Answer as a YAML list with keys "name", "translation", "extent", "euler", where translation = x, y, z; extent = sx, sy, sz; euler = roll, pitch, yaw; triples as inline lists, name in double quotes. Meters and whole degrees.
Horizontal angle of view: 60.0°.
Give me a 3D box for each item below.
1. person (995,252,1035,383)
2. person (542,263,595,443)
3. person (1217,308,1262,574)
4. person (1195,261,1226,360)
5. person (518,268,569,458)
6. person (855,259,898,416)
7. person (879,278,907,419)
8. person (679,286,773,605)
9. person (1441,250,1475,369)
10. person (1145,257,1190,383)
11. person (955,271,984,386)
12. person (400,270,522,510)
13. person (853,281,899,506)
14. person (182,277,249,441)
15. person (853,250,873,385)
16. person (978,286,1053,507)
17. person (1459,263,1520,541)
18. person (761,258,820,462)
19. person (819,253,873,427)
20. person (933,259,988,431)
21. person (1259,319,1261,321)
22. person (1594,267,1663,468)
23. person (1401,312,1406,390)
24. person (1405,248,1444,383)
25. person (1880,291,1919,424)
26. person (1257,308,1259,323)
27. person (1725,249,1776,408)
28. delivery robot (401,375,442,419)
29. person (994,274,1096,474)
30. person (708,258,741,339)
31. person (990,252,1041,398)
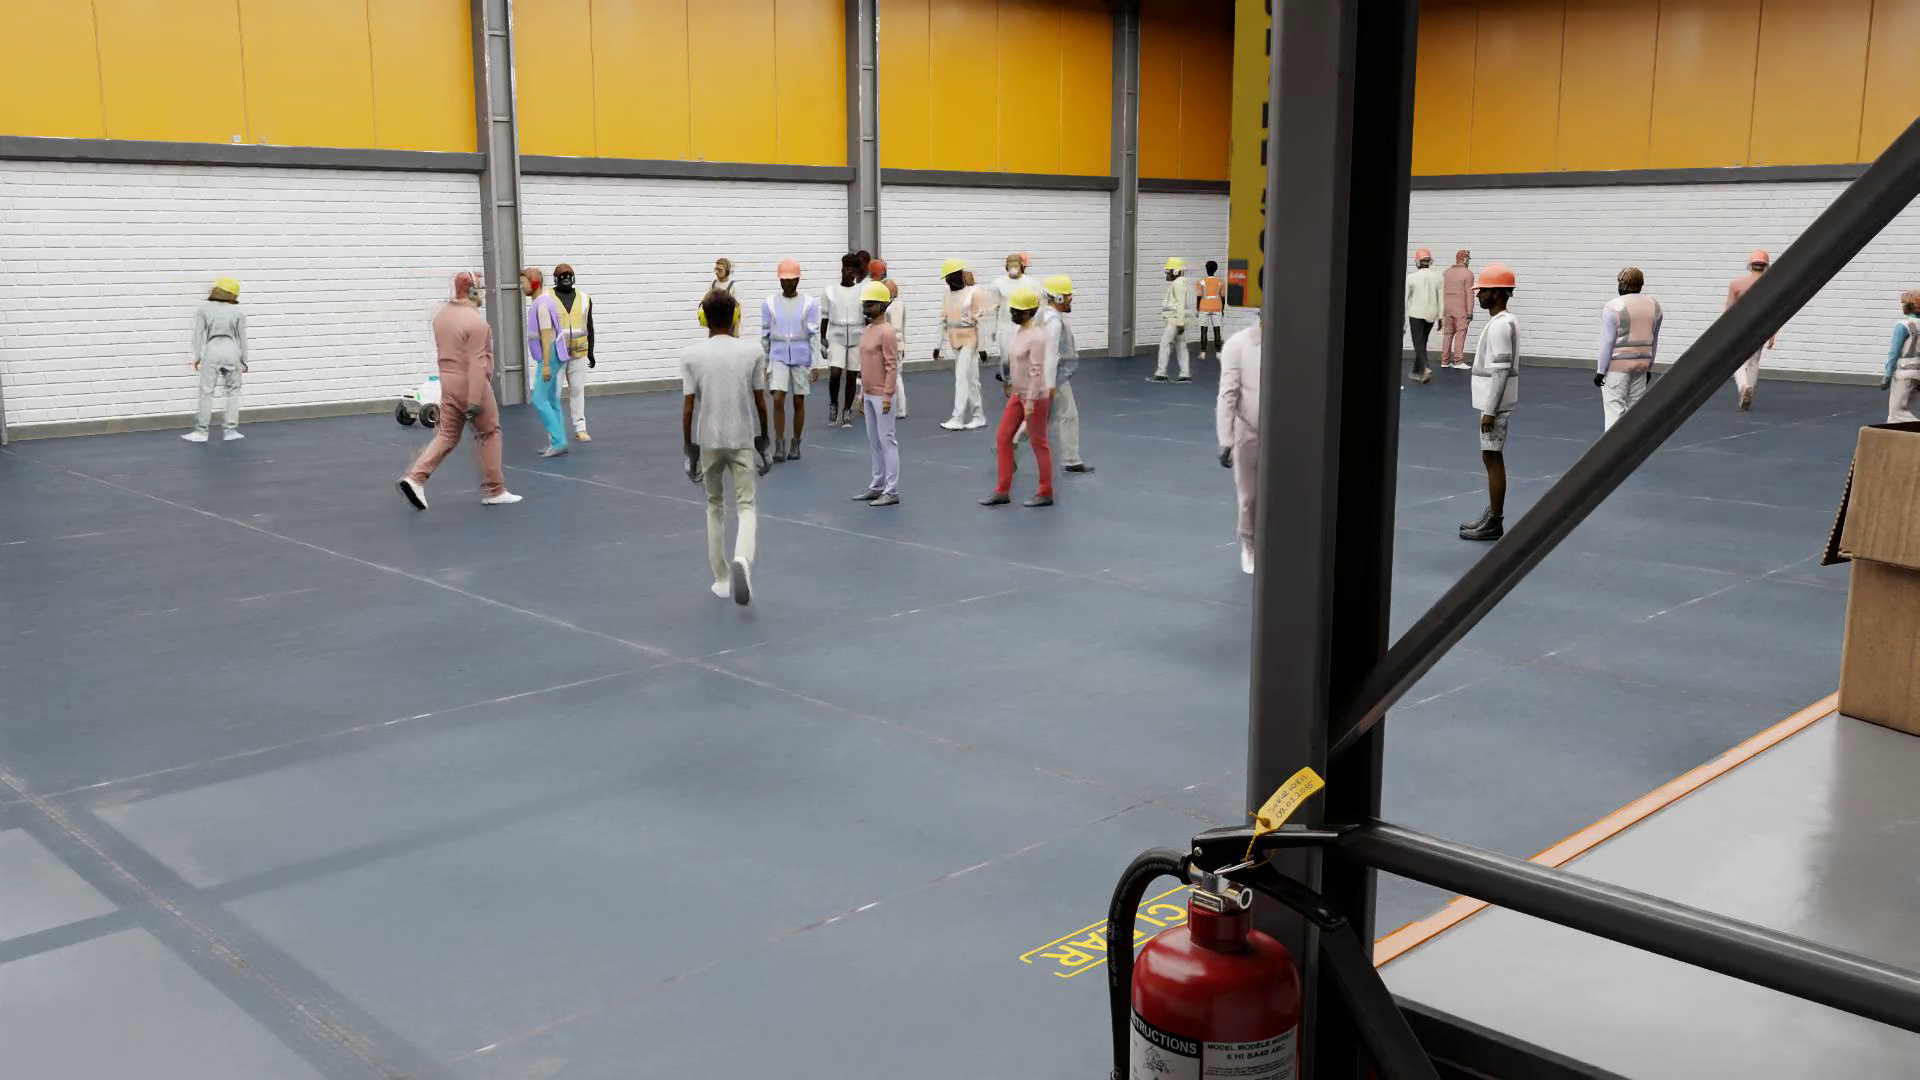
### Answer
- name: "person"
  translation: [0.834, -3.168, 23.841]
  extent: [0.557, 1.876, 0.971]
  euler: [6, 12, 29]
- name: "person"
  translation: [-4.065, -1.923, 17.175]
  extent: [0.619, 1.845, 0.430]
  euler: [-6, 12, -28]
- name: "person"
  translation: [1.886, -0.639, 10.140]
  extent: [0.641, 1.856, 1.002]
  euler: [1, 10, 8]
- name: "person"
  translation: [4.309, -3.951, 28.626]
  extent: [0.542, 1.695, 0.316]
  euler: [-1, 10, -5]
- name: "person"
  translation: [-4.013, -1.710, 16.098]
  extent: [0.444, 1.820, 0.586]
  euler: [-3, 11, -17]
- name: "person"
  translation: [-1.011, -2.384, 19.655]
  extent: [0.560, 1.857, 0.807]
  euler: [7, 13, 34]
- name: "person"
  translation: [-0.808, -2.189, 19.178]
  extent: [0.307, 1.639, 0.527]
  euler: [8, 13, 36]
- name: "person"
  translation: [-1.340, -0.532, 9.601]
  extent: [0.526, 1.841, 0.738]
  euler: [-1, 10, -6]
- name: "person"
  translation: [7.997, -3.682, 26.617]
  extent: [0.402, 1.902, 0.641]
  euler: [-5, 12, -28]
- name: "person"
  translation: [2.987, -3.153, 23.961]
  extent: [0.763, 1.806, 0.625]
  euler: [1, 10, 7]
- name: "person"
  translation: [0.091, -2.976, 23.480]
  extent: [0.508, 1.632, 0.271]
  euler: [1, 10, 3]
- name: "person"
  translation: [-3.917, -1.166, 12.968]
  extent: [0.640, 1.874, 0.895]
  euler: [8, 13, 37]
- name: "person"
  translation: [-0.659, -1.157, 13.197]
  extent: [0.302, 1.772, 0.530]
  euler: [-5, 12, -26]
- name: "person"
  translation: [-7.791, -1.881, 17.353]
  extent: [0.713, 1.694, 0.344]
  euler: [-4, 11, -20]
- name: "person"
  translation: [-1.346, -3.144, 23.626]
  extent: [0.391, 1.919, 0.593]
  euler: [-9, 14, -40]
- name: "person"
  translation: [0.449, -1.093, 12.916]
  extent: [0.731, 1.728, 0.549]
  euler: [-4, 11, -23]
- name: "person"
  translation: [3.720, -0.962, 11.669]
  extent: [0.357, 1.937, 0.551]
  euler: [4, 11, 19]
- name: "person"
  translation: [-1.601, -1.669, 15.599]
  extent: [0.575, 1.907, 0.787]
  euler: [0, 10, -1]
- name: "person"
  translation: [-1.252, -2.198, 18.426]
  extent: [0.610, 1.932, 0.514]
  euler: [-1, 10, -6]
- name: "person"
  translation: [-0.041, -2.137, 18.273]
  extent: [0.869, 1.868, 0.610]
  euler: [-8, 13, -38]
- name: "person"
  translation: [3.115, -1.705, 15.872]
  extent: [0.584, 1.889, 0.910]
  euler: [-2, 11, -9]
- name: "person"
  translation: [6.076, -1.565, 15.224]
  extent: [0.629, 1.843, 0.429]
  euler: [-4, 11, -20]
- name: "person"
  translation: [5.920, -3.005, 22.995]
  extent: [0.519, 1.873, 0.328]
  euler: [7, 12, 33]
- name: "person"
  translation: [6.752, -3.271, 24.259]
  extent: [0.624, 1.951, 0.999]
  euler: [-1, 10, -6]
- name: "person"
  translation: [8.892, -1.514, 15.534]
  extent: [0.516, 1.618, 0.687]
  euler: [-7, 13, -35]
- name: "person"
  translation: [3.898, -2.516, 20.287]
  extent: [0.572, 1.886, 0.354]
  euler: [1, 10, 5]
- name: "person"
  translation: [9.690, -2.573, 20.357]
  extent: [0.608, 1.973, 0.812]
  euler: [2, 11, 13]
- name: "delivery robot"
  translation: [-5.916, -1.612, 18.730]
  extent: [0.477, 0.478, 0.707]
  euler: [7, 13, 34]
- name: "person"
  translation: [0.762, -1.470, 14.832]
  extent: [0.848, 1.800, 0.598]
  euler: [-1, 10, -5]
- name: "person"
  translation: [-3.160, -2.828, 22.131]
  extent: [0.553, 1.832, 0.396]
  euler: [6, 12, 30]
- name: "person"
  translation: [0.705, -2.678, 21.081]
  extent: [0.653, 1.919, 0.513]
  euler: [1, 10, 4]
